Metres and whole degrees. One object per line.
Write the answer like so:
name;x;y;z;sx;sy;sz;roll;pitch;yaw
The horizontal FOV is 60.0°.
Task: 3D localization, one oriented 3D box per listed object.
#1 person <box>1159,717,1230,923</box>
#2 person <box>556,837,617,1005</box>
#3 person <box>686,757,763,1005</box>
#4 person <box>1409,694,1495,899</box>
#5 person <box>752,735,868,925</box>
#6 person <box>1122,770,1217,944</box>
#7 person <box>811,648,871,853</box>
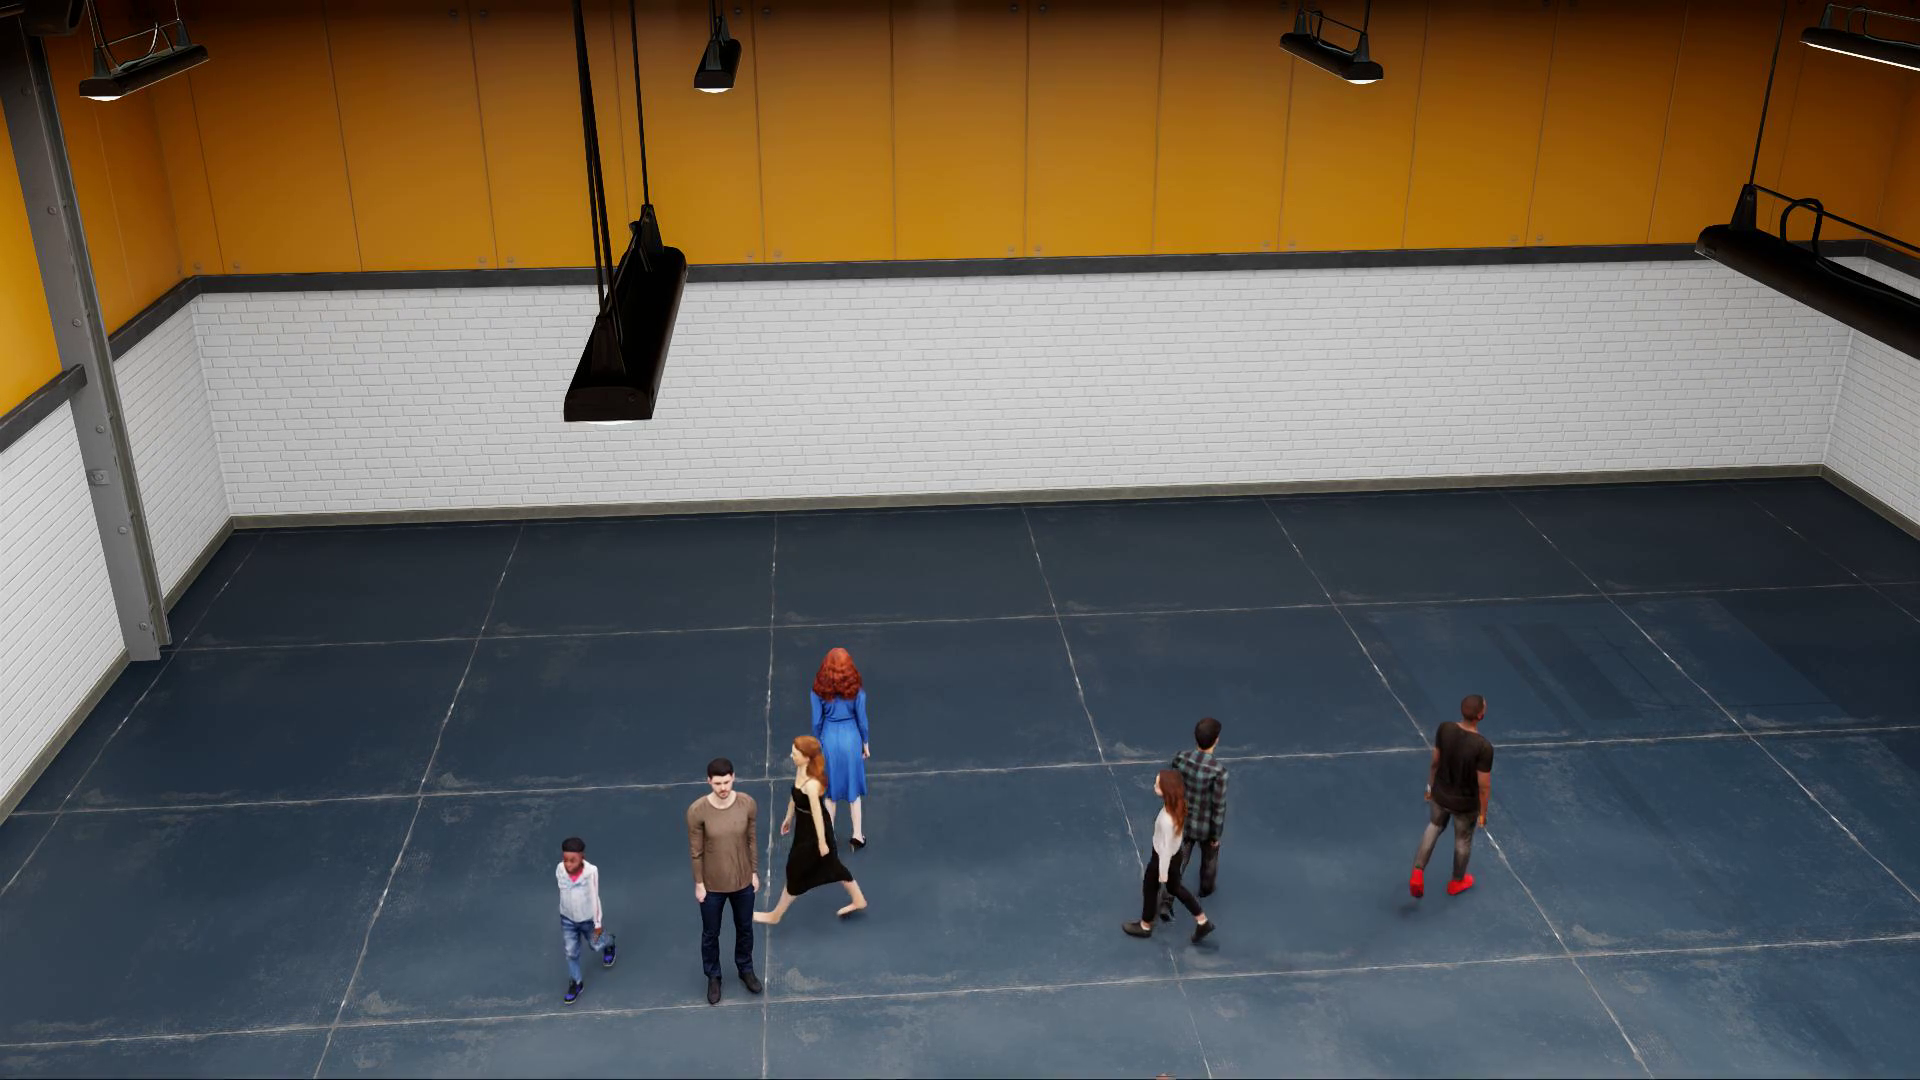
person;1.751;2.154;12.616;1.073;1.691;1.152;15;28;31
person;-2.673;2.626;11.858;0.632;1.238;0.906;4;24;10
person;-1.643;2.355;11.667;0.715;1.889;0.679;-9;25;-20
person;3.723;1.978;12.650;1.036;1.790;1.073;22;32;40
person;-1.000;2.182;12.454;0.655;1.575;1.059;-4;24;-9
person;1.585;2.339;12.226;0.890;1.469;0.940;11;26;23
person;-0.953;1.685;13.273;0.652;1.829;0.624;2;24;6
